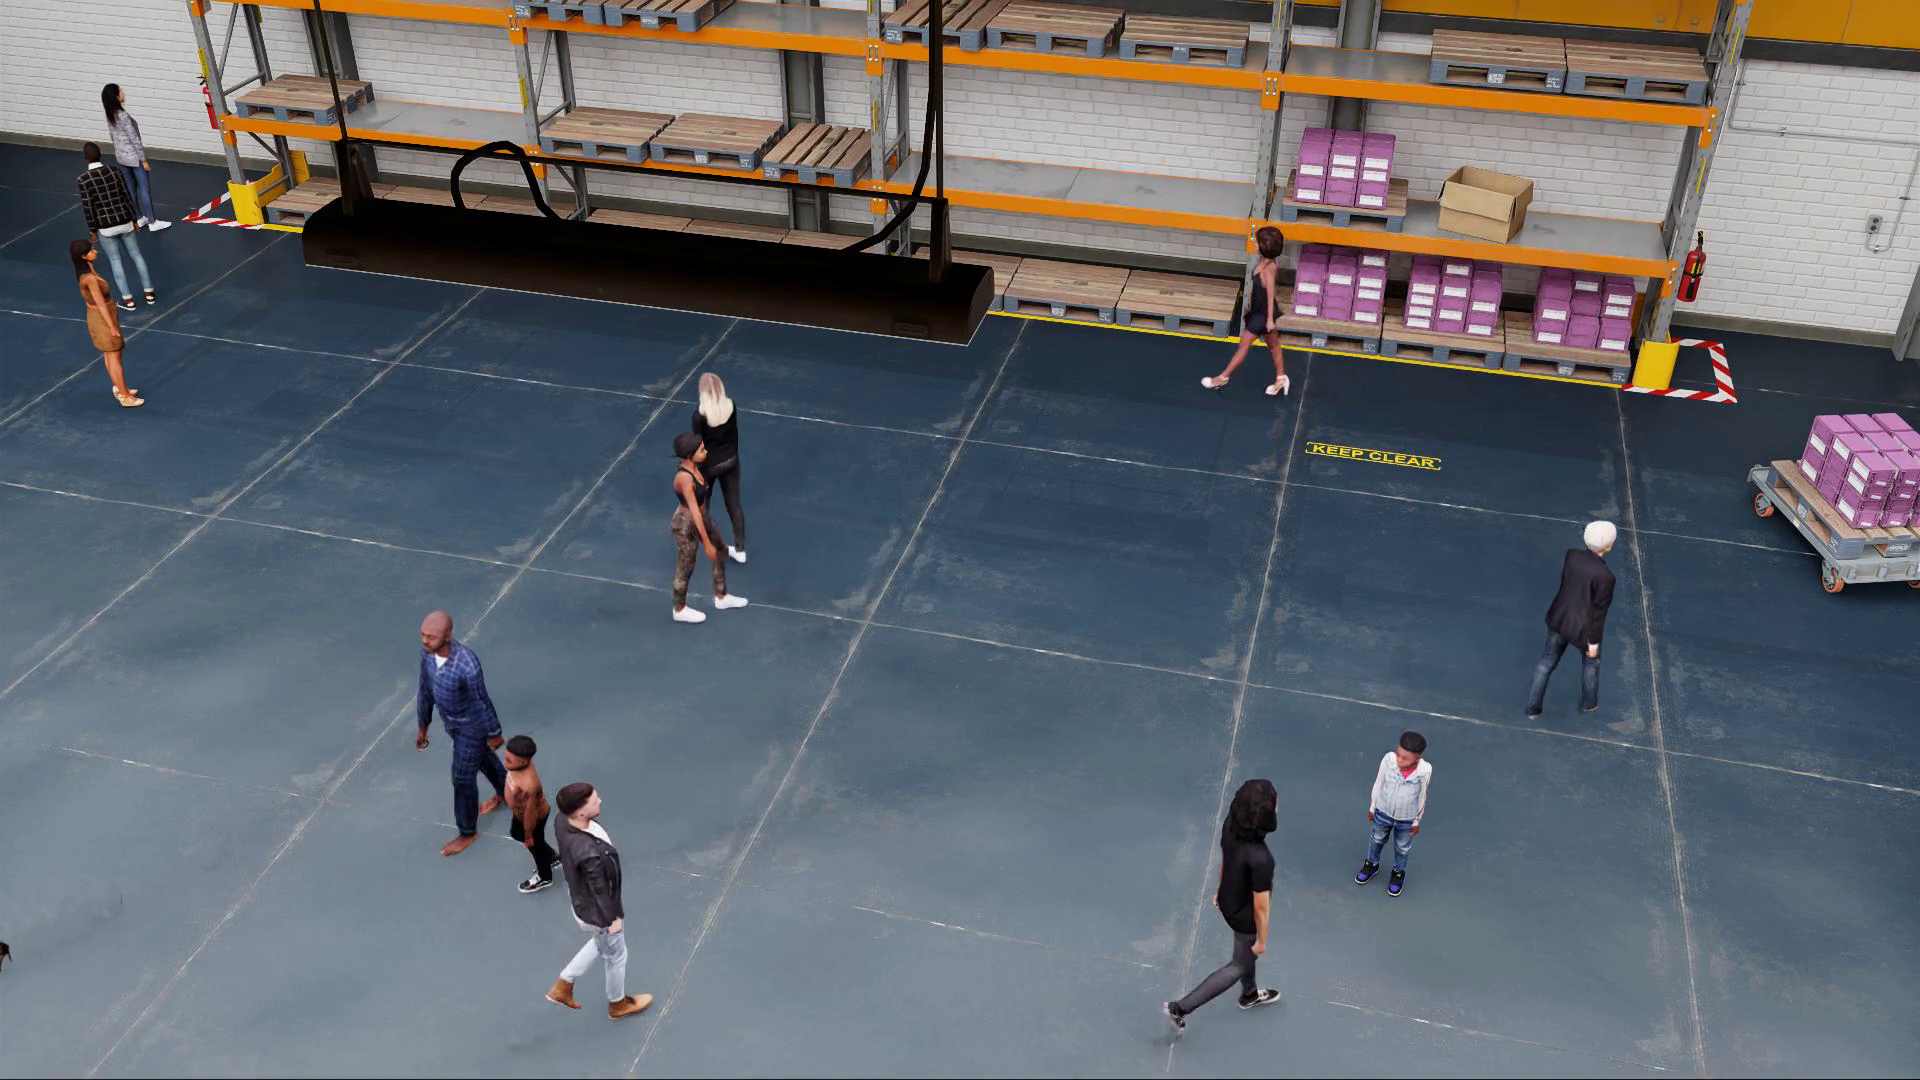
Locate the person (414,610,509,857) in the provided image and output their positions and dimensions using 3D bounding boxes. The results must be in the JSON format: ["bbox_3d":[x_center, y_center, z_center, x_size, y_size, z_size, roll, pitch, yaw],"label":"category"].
[{"bbox_3d":[-3.177,1.139,10.915,0.998,1.785,0.947,26,42,34],"label":"person"}]

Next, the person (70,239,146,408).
[{"bbox_3d":[-8.143,-2.067,15.824,0.698,1.690,0.623,-21,39,-29],"label":"person"}]

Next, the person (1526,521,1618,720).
[{"bbox_3d":[4.337,0.668,11.904,1.061,1.769,1.064,-15,37,-22],"label":"person"}]

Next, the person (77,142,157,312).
[{"bbox_3d":[-8.950,-3.330,17.606,0.748,1.820,0.746,-28,43,-35],"label":"person"}]

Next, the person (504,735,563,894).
[{"bbox_3d":[-2.669,1.713,10.534,0.693,1.250,0.642,-13,36,-19],"label":"person"}]

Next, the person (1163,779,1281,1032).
[{"bbox_3d":[1.537,2.103,9.442,1.152,1.810,0.999,-10,35,-15],"label":"person"}]

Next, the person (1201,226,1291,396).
[{"bbox_3d":[2.979,-2.134,15.872,1.129,1.748,0.722,3,34,4],"label":"person"}]

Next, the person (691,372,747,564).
[{"bbox_3d":[-1.919,-0.552,13.575,0.995,1.655,1.141,-26,41,-33],"label":"person"}]

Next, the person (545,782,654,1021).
[{"bbox_3d":[-2.129,2.100,9.434,0.982,1.823,0.917,-17,37,-23],"label":"person"}]

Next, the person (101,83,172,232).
[{"bbox_3d":[-9.682,-4.477,19.411,0.564,1.733,0.727,19,38,27],"label":"person"}]

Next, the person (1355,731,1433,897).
[{"bbox_3d":[2.783,1.699,10.548,0.486,1.259,0.592,18,37,24],"label":"person"}]

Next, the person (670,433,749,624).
[{"bbox_3d":[-2.153,-0.071,12.830,0.866,1.680,0.695,2,34,3],"label":"person"}]
